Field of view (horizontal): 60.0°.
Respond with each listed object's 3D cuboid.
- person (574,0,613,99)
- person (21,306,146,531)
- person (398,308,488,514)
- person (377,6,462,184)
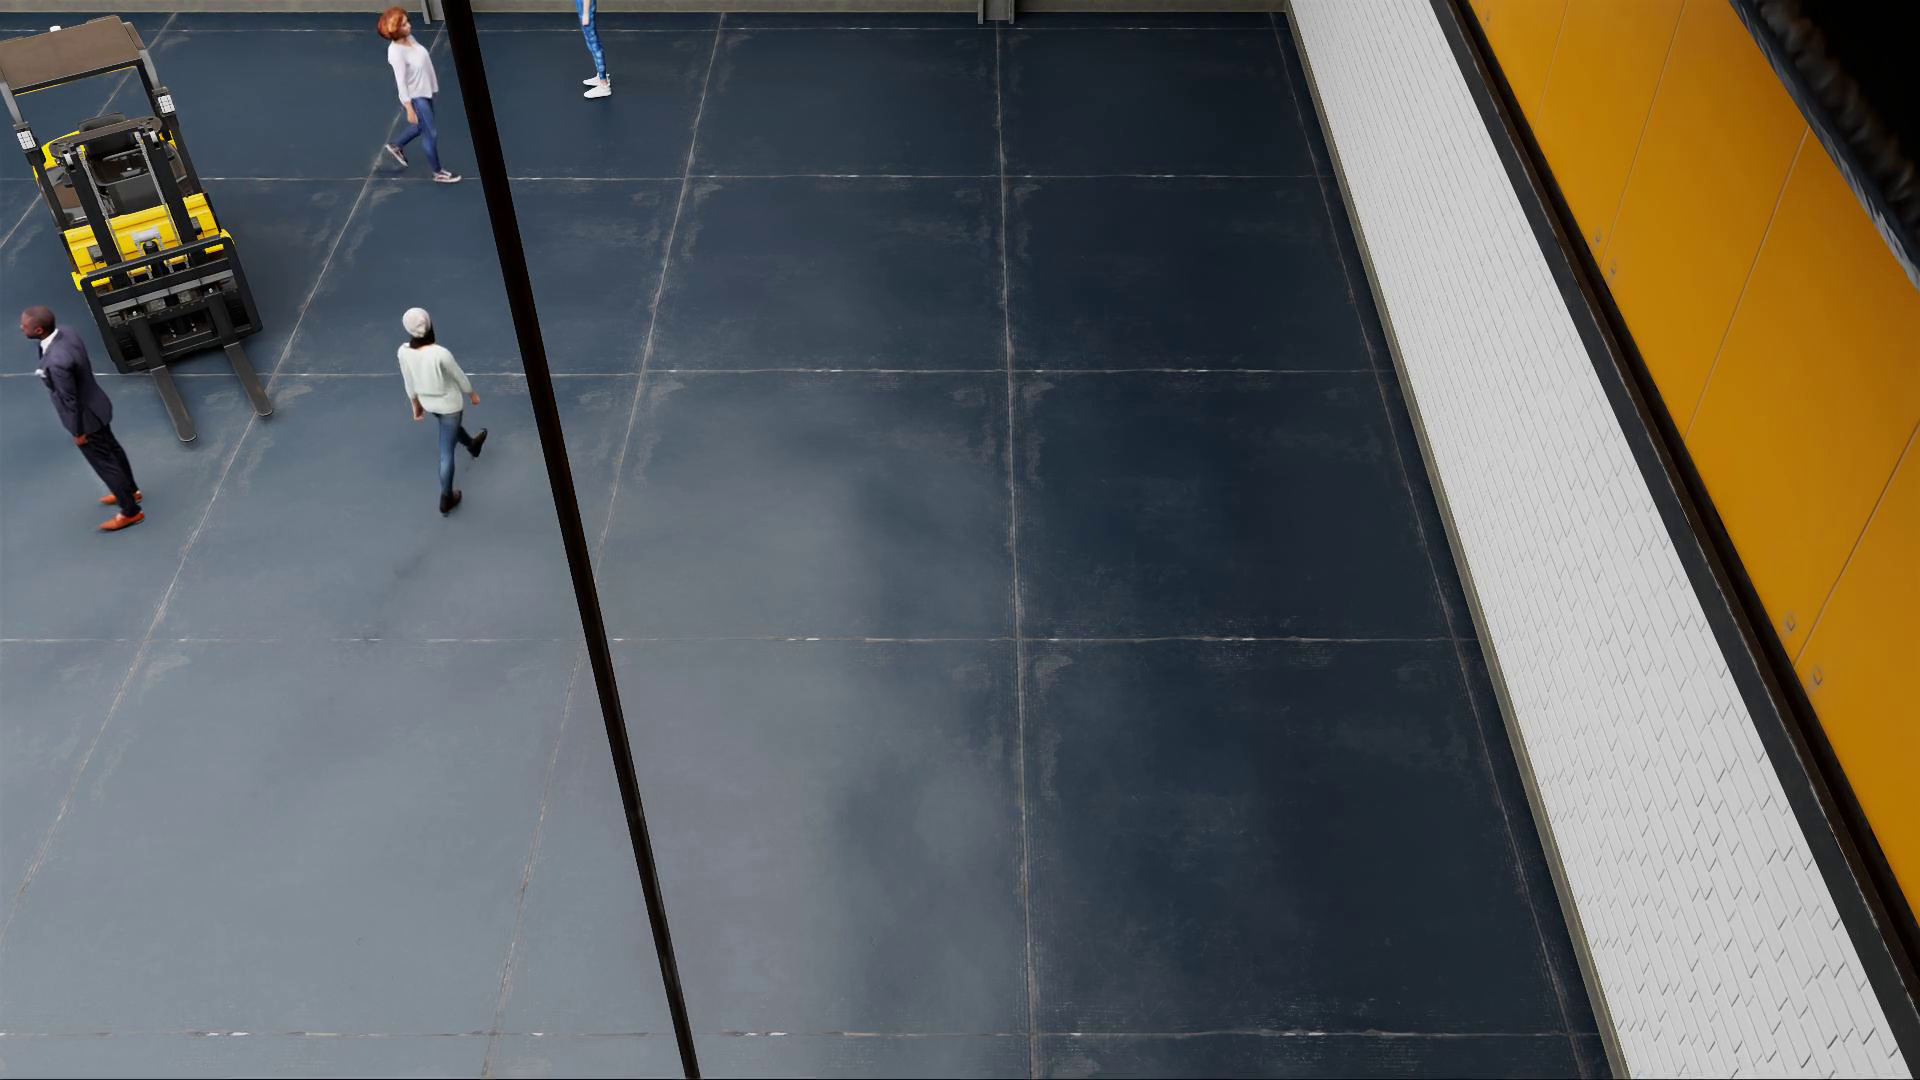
[{"bbox_3d":[-3.674,-5.230,16.348,0.624,1.785,0.607,-7,44,-7],"label":"person"},{"bbox_3d":[-6.183,-0.890,11.767,0.721,1.820,0.761,-12,45,-12],"label":"person"},{"bbox_3d":[-3.752,-0.917,11.957,1.090,1.597,0.842,11,45,11],"label":"person"},{"bbox_3d":[-5.055,-4.065,15.193,0.902,1.691,0.636,1,44,2],"label":"person"}]
